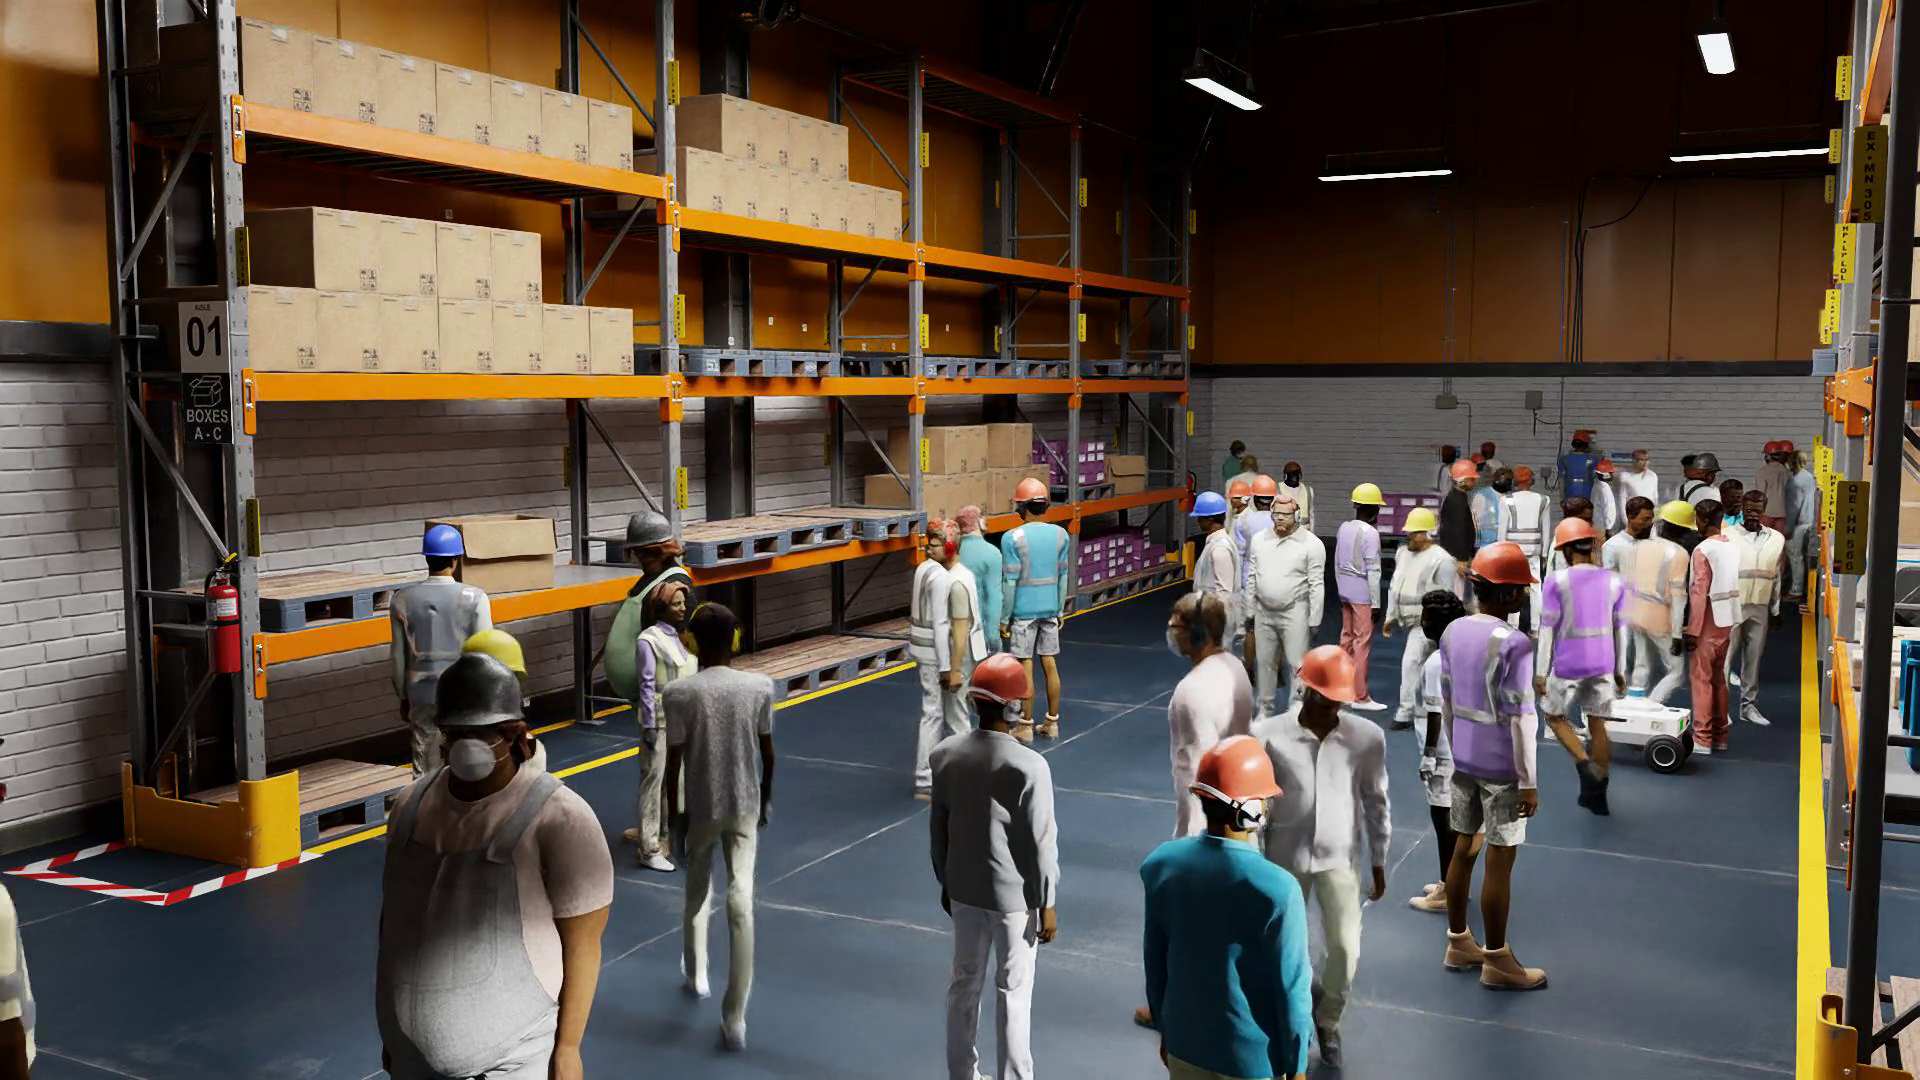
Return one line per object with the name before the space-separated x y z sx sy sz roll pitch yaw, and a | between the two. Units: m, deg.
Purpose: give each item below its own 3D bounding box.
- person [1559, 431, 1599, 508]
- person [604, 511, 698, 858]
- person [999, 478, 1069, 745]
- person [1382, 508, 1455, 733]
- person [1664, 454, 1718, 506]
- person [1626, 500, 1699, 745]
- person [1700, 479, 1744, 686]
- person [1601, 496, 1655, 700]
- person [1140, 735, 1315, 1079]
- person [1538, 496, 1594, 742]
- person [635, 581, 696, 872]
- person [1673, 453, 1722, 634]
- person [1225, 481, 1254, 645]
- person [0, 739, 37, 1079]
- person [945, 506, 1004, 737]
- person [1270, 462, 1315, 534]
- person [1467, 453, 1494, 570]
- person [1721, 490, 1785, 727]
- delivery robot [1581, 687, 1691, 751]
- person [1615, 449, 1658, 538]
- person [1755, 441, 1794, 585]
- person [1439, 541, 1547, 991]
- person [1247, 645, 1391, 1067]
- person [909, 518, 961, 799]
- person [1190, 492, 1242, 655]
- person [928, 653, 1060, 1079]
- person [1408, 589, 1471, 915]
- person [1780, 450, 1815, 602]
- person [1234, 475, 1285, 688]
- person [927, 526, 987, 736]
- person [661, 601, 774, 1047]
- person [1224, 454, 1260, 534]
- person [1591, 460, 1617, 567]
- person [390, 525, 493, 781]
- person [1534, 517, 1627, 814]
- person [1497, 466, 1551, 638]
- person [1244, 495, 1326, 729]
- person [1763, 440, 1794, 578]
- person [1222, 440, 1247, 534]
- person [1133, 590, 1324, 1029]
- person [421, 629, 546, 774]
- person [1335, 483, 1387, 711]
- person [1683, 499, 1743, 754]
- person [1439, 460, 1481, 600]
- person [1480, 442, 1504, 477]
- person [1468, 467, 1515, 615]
person | 9.720 -0.693 26.117 0.608 2.044 0.372 3 6 30
person | -1.812 0.829 9.752 0.535 2.000 0.673 -2 6 -21
person | 0.548 0.546 12.784 0.604 2.044 0.375 -3 6 -33
person | 3.748 0.628 13.324 0.876 1.793 0.594 -2 6 -23
person | 8.738 -0.064 19.887 0.611 1.945 0.725 4 7 35
person | 5.297 0.636 12.592 0.429 1.895 0.656 -2 6 -17
person | 6.972 0.392 15.188 0.584 1.911 0.391 -2 6 -22
person | 5.175 0.608 12.864 0.597 1.909 0.405 -3 6 -32
person | 0.784 1.431 4.802 0.559 1.752 0.325 5 7 45
person | 4.704 0.605 12.896 0.406 1.908 0.598 2 6 25
person | -1.674 1.048 9.523 0.314 1.641 0.515 2 6 23
person | 8.079 0.052 18.112 0.536 2.000 0.683 -1 5 -10
person | 2.980 0.241 17.697 0.355 1.742 0.559 -1 5 -11
person | -2.558 1.412 4.065 0.626 1.937 0.849 4 7 39
person | 0.057 0.687 12.246 0.671 1.858 0.596 4 6 34
person | 3.969 -0.019 19.940 0.634 1.841 0.429 -1 5 -12
person | 7.693 -0.423 24.789 0.578 1.748 0.340 -2 6 -25
person | 6.361 0.547 13.462 0.590 1.917 0.398 -1 5 -5
delivery robot | 4.873 1.308 12.004 0.707 0.478 0.477 3 6 30
person | 9.208 -0.287 22.582 0.643 1.891 0.421 -1 5 -7
person | 11.128 -0.362 22.815 0.622 1.994 0.381 -2 6 -18
person | 2.454 1.024 7.647 0.373 2.044 0.606 -2 6 -19
person | 1.423 1.267 6.670 0.592 1.727 0.432 1 5 7
person | -0.161 0.786 11.115 0.348 1.876 0.578 -1 5 -8
person | 1.955 0.599 12.756 0.402 1.941 0.602 0 5 4
person | 0.147 1.296 6.266 0.572 1.748 0.335 4 7 40
person | 2.543 1.099 8.721 0.323 1.688 0.530 3 6 27
person | 10.648 -0.179 21.144 0.352 1.937 0.635 5 7 44
person | 2.754 0.381 15.106 0.545 1.943 0.347 1 5 6
person | -0.022 0.808 11.090 0.393 1.835 0.577 -1 5 -6
person | -1.050 1.174 7.218 0.494 1.817 0.949 -1 5 -13
person | 3.720 -0.175 21.554 0.628 1.878 1.025 1 5 12
person | 8.629 -0.197 22.298 0.322 1.755 0.563 0 5 5
person | -2.981 0.885 9.645 0.601 1.948 0.386 0 5 0
person | 3.993 0.810 10.688 0.655 1.900 0.528 -1 5 -7
person | 6.107 0.137 18.055 0.574 1.881 0.357 0 5 -1
person | 2.548 0.589 13.127 0.655 1.901 0.399 4 7 37
person | 11.655 -0.436 23.694 0.624 1.983 0.412 -3 6 -26
person | 4.418 -0.650 26.481 0.467 1.893 0.764 5 7 43
person | 1.105 1.161 6.867 0.757 1.919 0.638 3 6 26
person | -1.702 1.272 5.836 0.615 1.886 0.598 4 7 36
person | 3.414 0.479 14.124 0.381 1.924 0.593 -2 6 -17
person | 5.635 0.645 12.480 0.598 1.906 0.414 -5 7 -44
person | 5.144 0.166 17.142 0.396 1.992 0.622 1 5 10
person | 8.262 -0.591 25.953 0.621 1.876 0.356 -4 6 -35
person | 6.194 0.063 19.224 0.647 1.811 0.442 -2 6 -22
